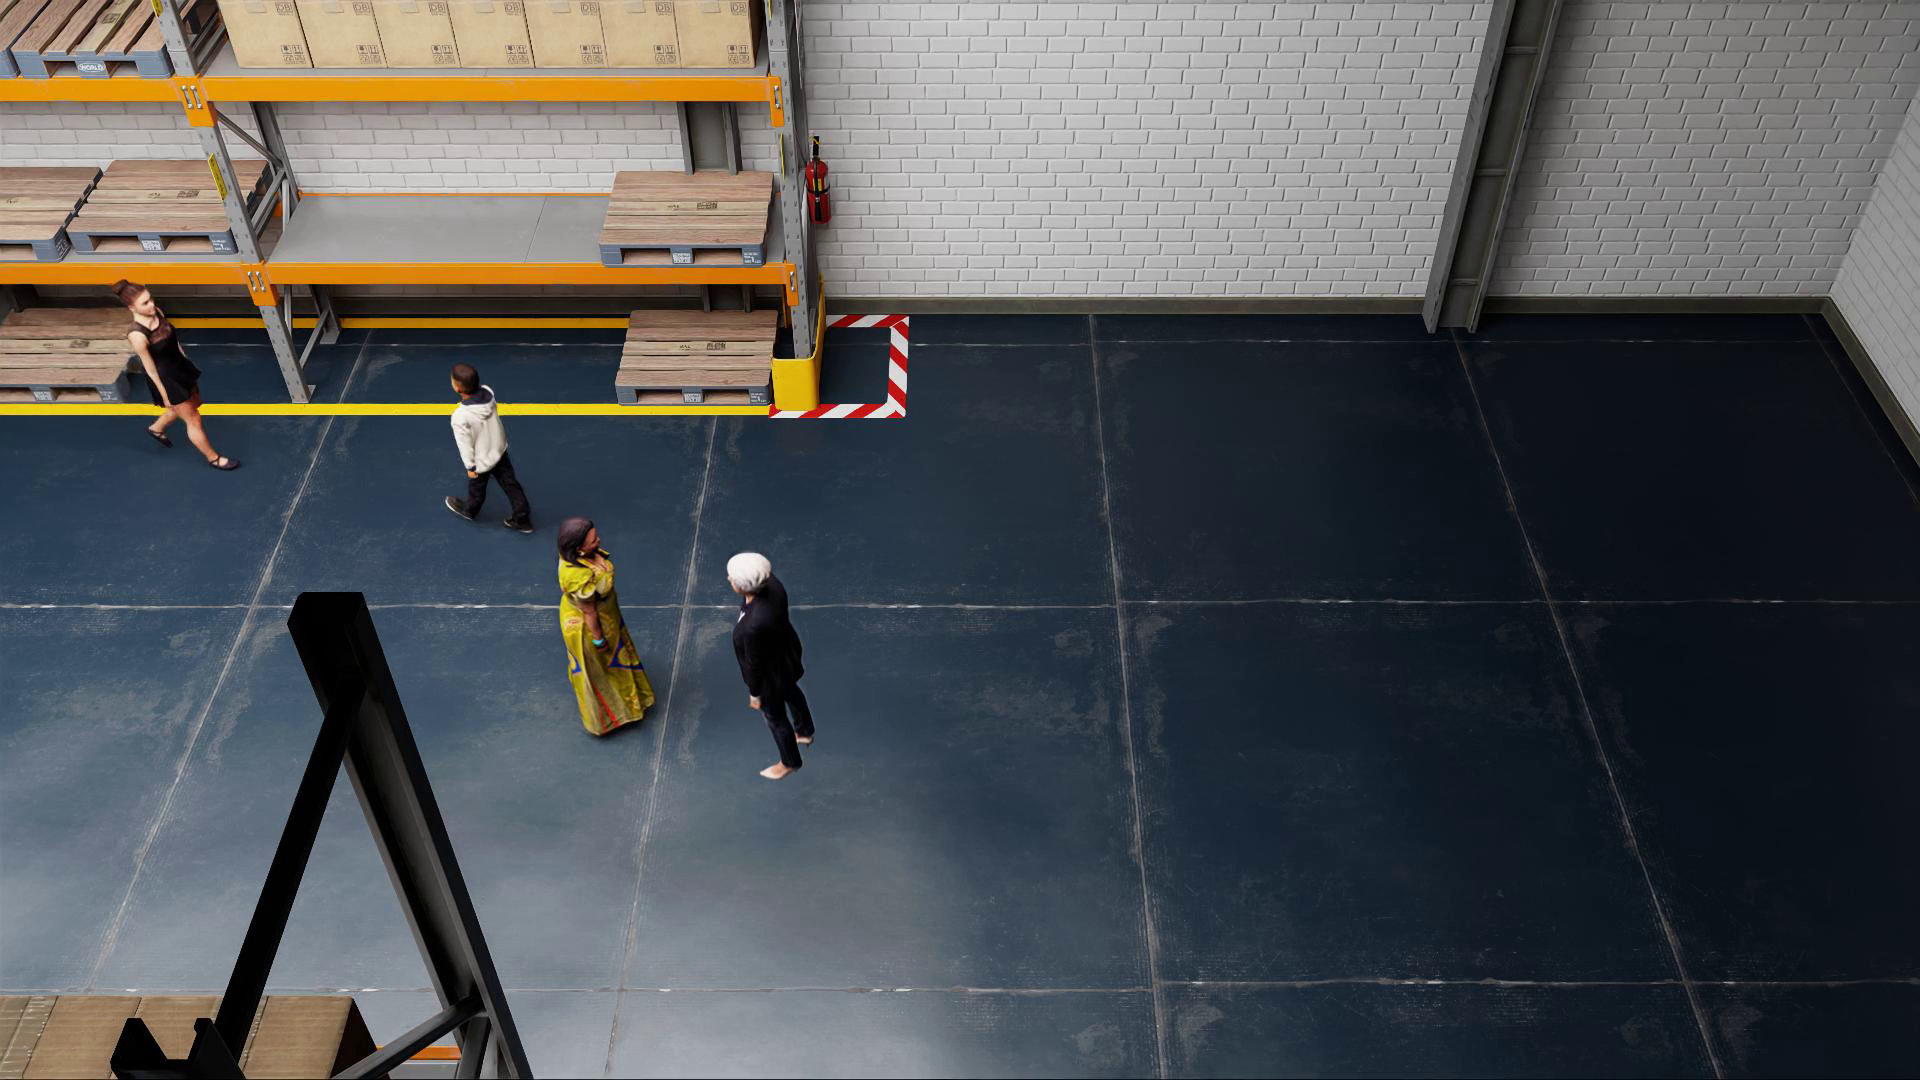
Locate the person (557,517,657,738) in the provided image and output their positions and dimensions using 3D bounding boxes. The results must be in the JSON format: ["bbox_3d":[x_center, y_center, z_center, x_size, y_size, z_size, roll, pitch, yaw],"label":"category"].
[{"bbox_3d":[-2.275,0.500,10.274,0.854,1.656,0.909,-8,44,-8],"label":"person"}]

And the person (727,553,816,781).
[{"bbox_3d":[-1.038,0.658,9.230,0.666,1.776,0.764,9,44,9],"label":"person"}]

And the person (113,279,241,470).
[{"bbox_3d":[-5.778,-1.188,12.039,0.880,1.664,0.597,1,44,1],"label":"person"}]

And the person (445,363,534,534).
[{"bbox_3d":[-3.244,-0.588,11.581,1.002,1.426,0.859,20,47,20],"label":"person"}]
